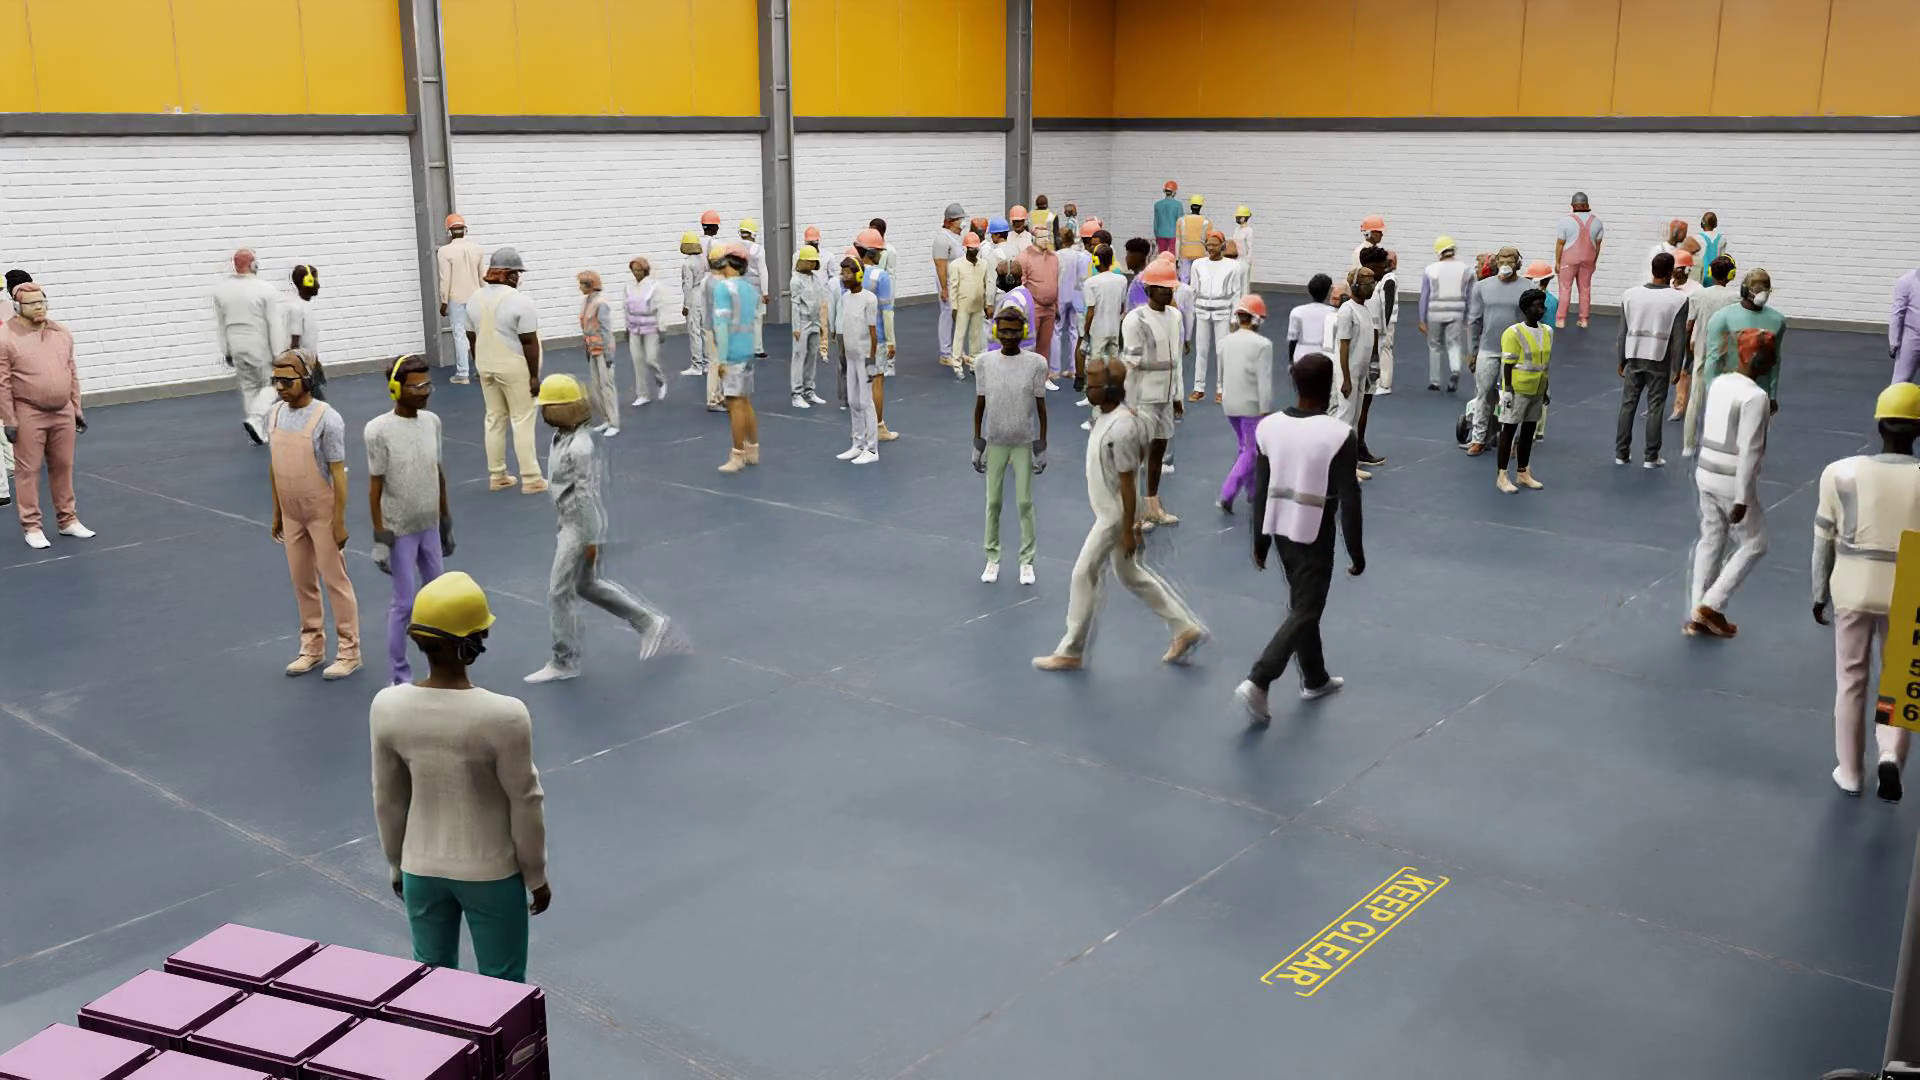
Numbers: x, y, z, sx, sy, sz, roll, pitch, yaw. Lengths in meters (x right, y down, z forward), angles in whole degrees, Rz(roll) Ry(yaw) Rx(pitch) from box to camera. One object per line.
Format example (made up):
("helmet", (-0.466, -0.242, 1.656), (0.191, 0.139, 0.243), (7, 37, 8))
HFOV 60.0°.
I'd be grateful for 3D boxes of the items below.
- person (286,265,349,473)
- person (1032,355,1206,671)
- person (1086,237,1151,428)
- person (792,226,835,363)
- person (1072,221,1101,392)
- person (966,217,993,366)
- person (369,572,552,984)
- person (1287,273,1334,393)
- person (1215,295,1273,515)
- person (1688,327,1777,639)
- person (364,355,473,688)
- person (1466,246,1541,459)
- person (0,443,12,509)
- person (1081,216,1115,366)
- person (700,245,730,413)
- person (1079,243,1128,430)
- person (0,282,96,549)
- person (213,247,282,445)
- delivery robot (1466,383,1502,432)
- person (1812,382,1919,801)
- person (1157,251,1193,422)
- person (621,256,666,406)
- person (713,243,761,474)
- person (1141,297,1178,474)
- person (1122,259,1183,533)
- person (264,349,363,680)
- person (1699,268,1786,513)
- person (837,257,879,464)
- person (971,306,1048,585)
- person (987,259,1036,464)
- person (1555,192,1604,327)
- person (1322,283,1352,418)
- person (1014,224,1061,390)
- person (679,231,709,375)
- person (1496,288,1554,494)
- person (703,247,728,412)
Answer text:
("person", (-5.660, -1.460, 14.439), (0.646, 1.827, 0.552), (-6, 15, -21))
("person", (0.918, -0.138, 9.223), (0.940, 1.808, 0.521), (0, 14, -1))
("person", (1.659, -2.008, 16.417), (0.907, 1.925, 0.618), (5, 15, 20))
("person", (-1.865, -3.126, 21.246), (0.573, 1.748, 0.342), (-2, 14, -6))
("person", (1.470, -2.669, 19.045), (0.364, 1.939, 0.542), (1, 14, 3))
("person", (0.263, -3.080, 20.797), (0.337, 1.882, 0.584), (-2, 14, -8))
("person", (-1.450, 0.959, 4.899), (0.524, 1.769, 0.325), (4, 15, 14))
("person", (3.293, -1.633, 15.435), (0.544, 1.679, 0.673), (7, 15, 24))
("person", (2.268, -1.054, 13.088), (0.771, 1.723, 0.604), (-10, 17, -35))
("person", (4.579, -0.324, 9.828), (0.434, 1.868, 0.570), (-2, 14, -8))
("person", (-2.862, -0.047, 8.737), (0.336, 1.861, 0.530), (8, 16, 29))
("person", (4.959, -1.716, 15.237), (0.634, 1.939, 0.367), (6, 15, 22))
("person", (-7.843, -1.138, 13.174), (0.591, 1.824, 0.405), (14, 19, 43))
("person", (1.637, -3.037, 20.580), (0.405, 1.906, 0.653), (-6, 15, -23))
("person", (-2.515, -2.237, 17.664), (0.525, 1.772, 0.299), (8, 16, 29))
("person", (1.425, -2.015, 16.587), (0.521, 1.865, 0.327), (-8, 16, -28))
("person", (-6.649, -0.910, 12.083), (0.400, 1.910, 0.643), (8, 16, 28))
("person", (-6.705, -1.802, 15.695), (0.641, 1.891, 0.542), (2, 14, 9))
("delivery robot", (5.157, -1.278, 16.103), (0.477, 0.478, 0.707), (9, 16, 31))
("person", (4.121, 0.253, 7.448), (0.589, 1.905, 0.538), (6, 15, 24))
("person", (2.099, -2.078, 17.057), (0.573, 1.750, 0.340), (-1, 14, -6))
("person", (-3.427, -2.260, 18.035), (0.541, 1.622, 0.393), (5, 15, 19))
("person", (-2.019, -1.595, 14.686), (0.394, 1.994, 0.773), (6, 15, 21))
("person", (1.747, -1.393, 14.564), (0.269, 1.632, 0.509), (-3, 14, -10))
("person", (1.477, -1.082, 12.495), (0.387, 2.041, 0.615), (14, 19, 43))
("person", (-3.571, -0.136, 9.145), (0.501, 1.839, 0.341), (6, 15, 23))
("person", (6.070, -1.134, 12.911), (0.629, 1.940, 0.373), (-2, 14, -9))
("person", (-0.927, -1.618, 15.024), (0.341, 1.857, 0.521), (-11, 18, -36))
("person", (0.329, -0.626, 11.045), (0.509, 1.862, 0.328), (3, 14, 10))
("person", (0.461, -1.606, 15.023), (0.429, 1.836, 0.623), (3, 14, 11))
("person", (9.278, -4.232, 25.083), (0.683, 2.000, 0.535), (-1, 14, -3))
("person", (3.371, -1.466, 14.848), (0.310, 1.640, 0.514), (-2, 14, -7))
("person", (0.909, -2.636, 18.981), (0.641, 1.908, 0.407), (-12, 18, -40))
("person", (-3.272, -2.899, 20.362), (0.297, 1.744, 0.487), (4, 15, 15))
("person", (4.704, -1.241, 13.830), (0.535, 1.697, 0.318), (-8, 16, -29))
("person", (-2.556, -2.233, 17.685), (0.341, 1.754, 0.531), (0, 14, -1))
